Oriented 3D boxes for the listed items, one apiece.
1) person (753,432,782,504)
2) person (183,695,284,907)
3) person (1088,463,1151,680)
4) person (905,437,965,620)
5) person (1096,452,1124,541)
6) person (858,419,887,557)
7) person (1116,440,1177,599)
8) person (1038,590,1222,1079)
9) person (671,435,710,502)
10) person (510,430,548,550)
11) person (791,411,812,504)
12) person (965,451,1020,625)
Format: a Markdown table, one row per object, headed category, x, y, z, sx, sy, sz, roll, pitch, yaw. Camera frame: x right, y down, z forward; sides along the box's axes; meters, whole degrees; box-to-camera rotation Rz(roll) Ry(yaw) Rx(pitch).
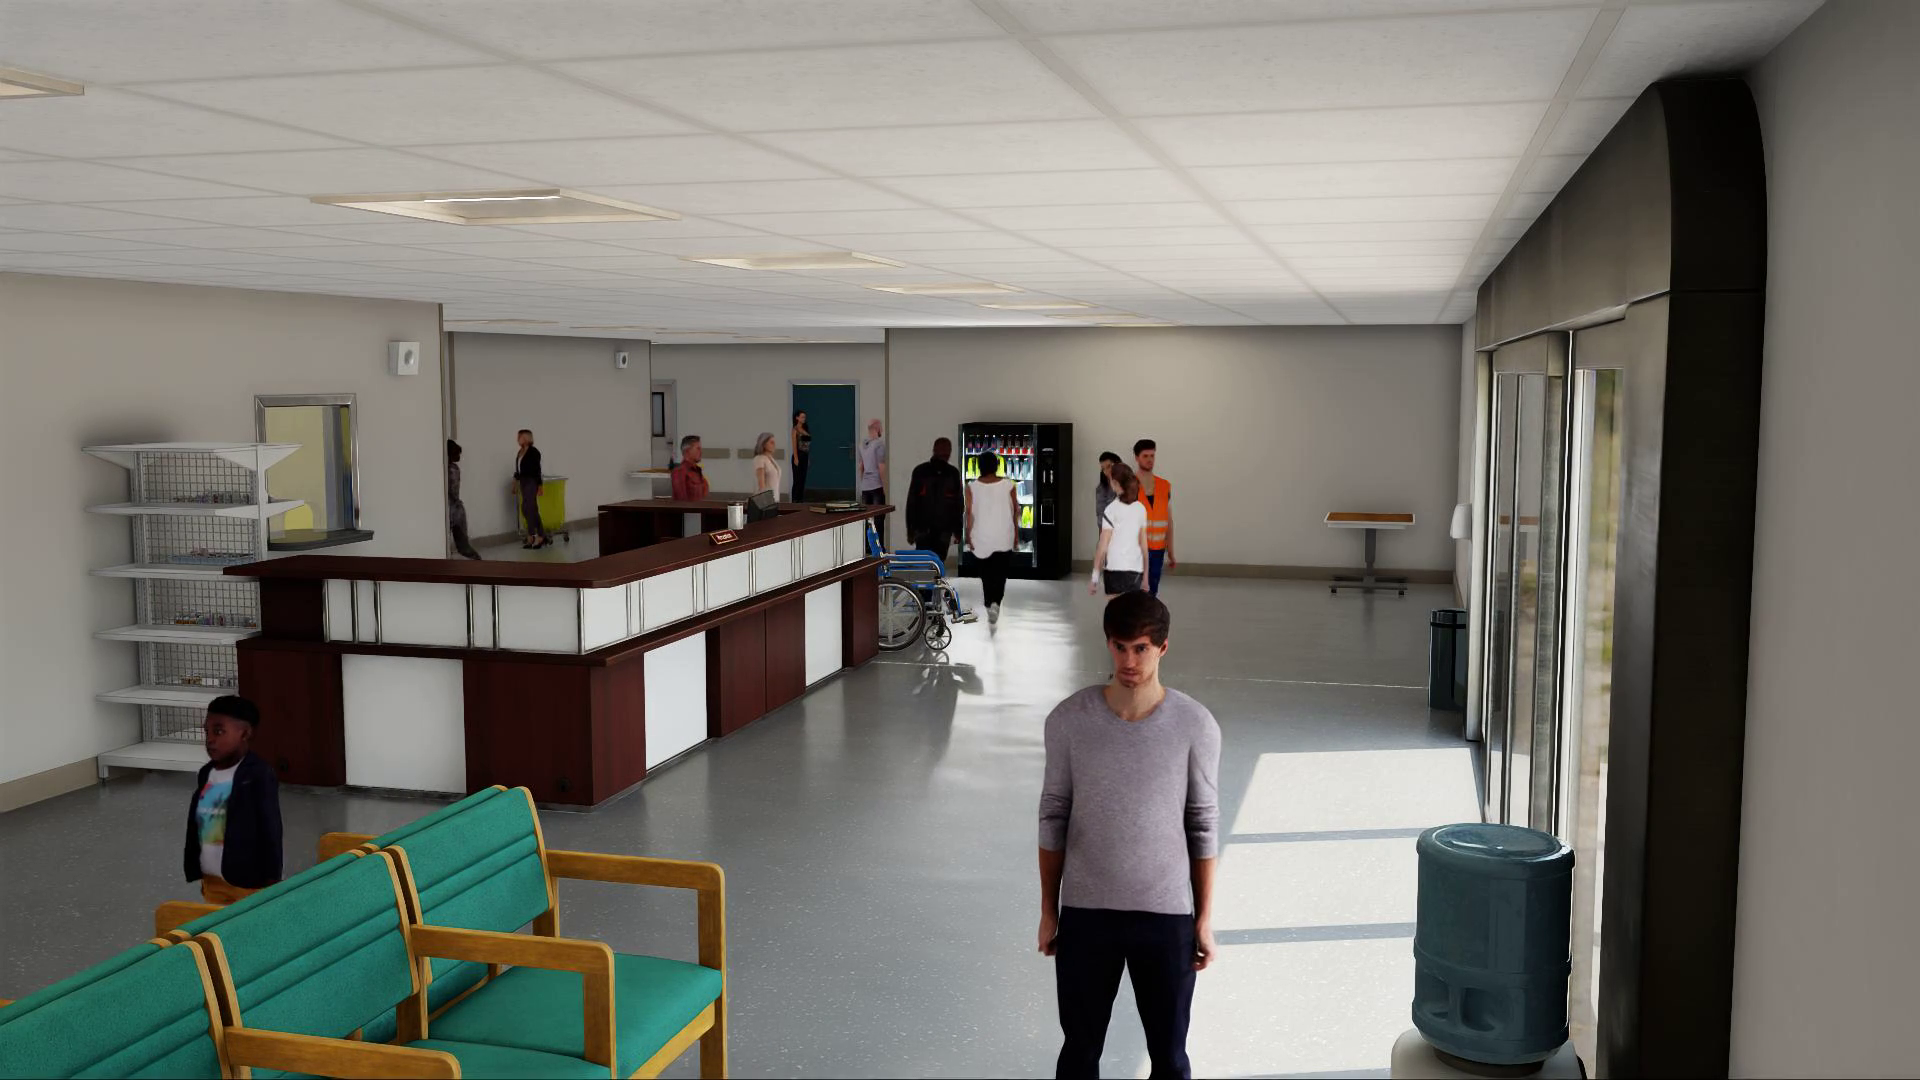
| category | x | y | z | sx | sy | sz | roll | pitch | yaw |
| --- | --- | --- | --- | --- | --- | --- | --- | --- | --- |
| person | -2.386 | -0.406 | 19.799 | 1.069 | 1.711 | 0.601 | 1 | 6 | 13 |
| person | -2.623 | 1.193 | 6.161 | 0.676 | 1.258 | 0.591 | 2 | 6 | 18 |
| person | 1.293 | 0.305 | 12.619 | 0.732 | 1.735 | 0.800 | -5 | 7 | -39 |
| person | -0.273 | -0.115 | 16.485 | 1.055 | 1.796 | 1.060 | -1 | 6 | -13 |
| person | 1.408 | 0.036 | 15.505 | 0.799 | 1.691 | 0.772 | 5 | 8 | 41 |
| person | -1.138 | -0.702 | 22.103 | 0.819 | 1.839 | 0.714 | -5 | 8 | -42 |
| person | 1.521 | 0.086 | 14.102 | 0.805 | 1.872 | 0.880 | -2 | 6 | -20 |
| person | 0.474 | 1.047 | 4.710 | 0.504 | 1.842 | 0.738 | 1 | 6 | 9 |
| person | -2.726 | -0.105 | 16.344 | 1.165 | 1.803 | 0.769 | 2 | 6 | 21 |
| person | -5.843 | -0.687 | 22.902 | 0.737 | 1.649 | 0.802 | 5 | 8 | 41 |
| person | -2.844 | -1.405 | 29.446 | 0.578 | 1.768 | 0.640 | 3 | 6 | 25 |
| person | 0.309 | -0.009 | 16.119 | 1.053 | 1.658 | 0.820 | 1 | 6 | 9 |
